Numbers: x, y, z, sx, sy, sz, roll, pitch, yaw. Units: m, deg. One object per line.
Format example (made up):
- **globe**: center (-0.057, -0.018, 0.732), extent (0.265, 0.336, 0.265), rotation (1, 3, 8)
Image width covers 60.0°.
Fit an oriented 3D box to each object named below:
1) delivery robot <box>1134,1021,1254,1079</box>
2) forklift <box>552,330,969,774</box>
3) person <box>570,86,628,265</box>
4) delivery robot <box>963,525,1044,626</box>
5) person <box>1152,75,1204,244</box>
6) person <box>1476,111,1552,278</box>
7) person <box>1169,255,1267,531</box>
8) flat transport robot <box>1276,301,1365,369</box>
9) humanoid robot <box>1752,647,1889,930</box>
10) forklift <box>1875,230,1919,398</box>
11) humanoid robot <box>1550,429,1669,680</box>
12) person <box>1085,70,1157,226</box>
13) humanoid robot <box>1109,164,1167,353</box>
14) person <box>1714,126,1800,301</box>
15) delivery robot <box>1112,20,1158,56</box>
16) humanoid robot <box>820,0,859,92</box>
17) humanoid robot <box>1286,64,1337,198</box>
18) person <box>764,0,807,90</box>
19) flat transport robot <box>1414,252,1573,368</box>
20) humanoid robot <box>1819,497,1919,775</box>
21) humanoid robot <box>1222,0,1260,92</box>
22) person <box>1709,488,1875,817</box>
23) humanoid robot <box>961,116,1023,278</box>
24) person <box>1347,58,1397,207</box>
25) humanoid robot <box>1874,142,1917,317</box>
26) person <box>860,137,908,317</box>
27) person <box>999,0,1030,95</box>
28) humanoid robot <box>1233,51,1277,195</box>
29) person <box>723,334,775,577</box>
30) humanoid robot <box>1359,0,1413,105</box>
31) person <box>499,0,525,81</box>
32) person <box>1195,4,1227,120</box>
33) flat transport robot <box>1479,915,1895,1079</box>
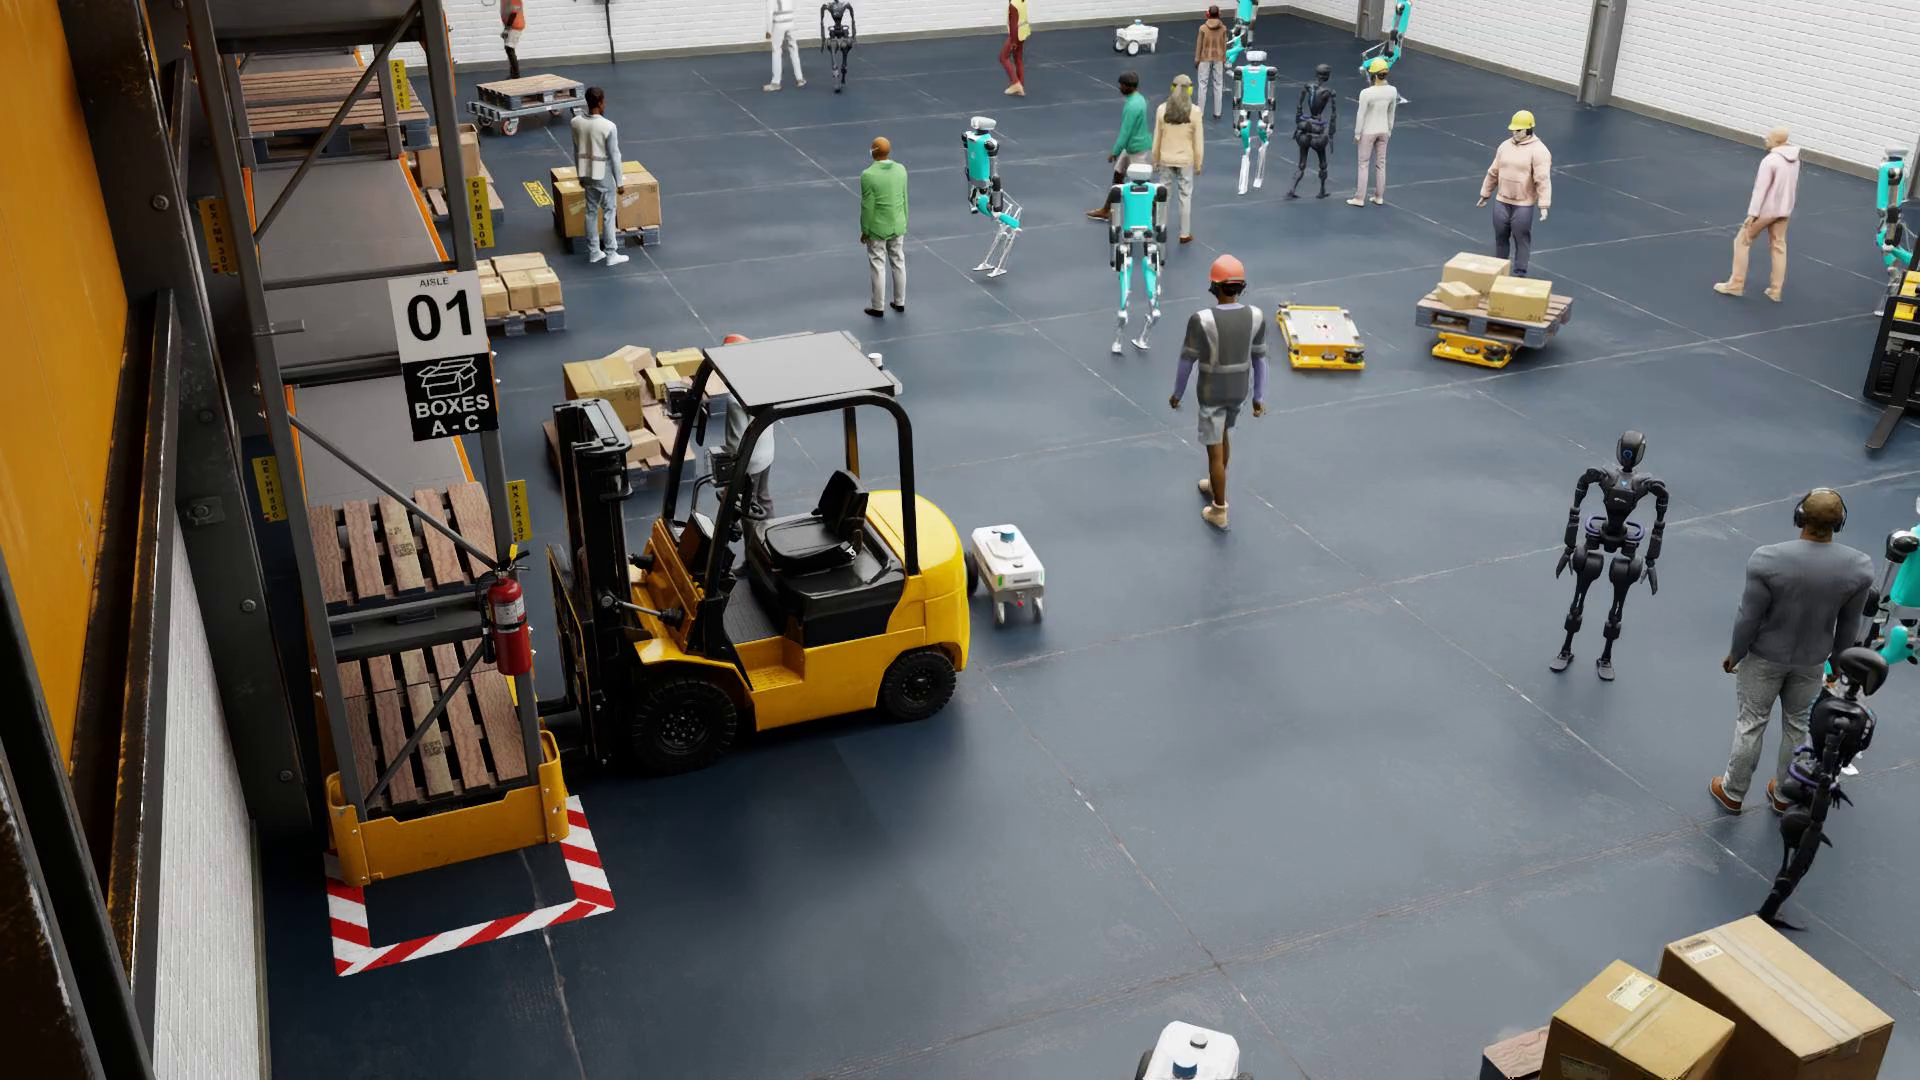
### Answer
- **delivery robot**: center (0.919, 2.369, 6.956), extent (0.525, 0.594, 0.765), rotation (10, 28, 19)
- **forklift**: center (-1.094, 0.010, 9.831), extent (2.313, 2.155, 1.214), rotation (-10, 28, -20)
- **person**: center (-3.898, -3.916, 17.958), extent (0.594, 1.909, 0.410), rotation (13, 29, 24)
- **delivery robot**: center (0.318, 0.188, 11.286), extent (0.499, 0.587, 0.787), rotation (-7, 27, -13)
- **person**: center (2.443, -4.266, 18.693), extent (0.576, 1.870, 0.390), rotation (9, 28, 17)
- **person**: center (5.761, -3.514, 17.217), extent (0.434, 1.855, 0.819), rotation (-20, 33, -35)
- **person**: center (1.867, -1.115, 12.270), extent (0.619, 2.009, 0.840), rotation (-11, 29, -21)
- **flat transport robot**: center (3.430, -1.956, 15.877), extent (0.659, 0.231, 1.431), rotation (2, 27, 3)
- **humanoid robot**: center (4.100, 1.235, 7.969), extent (0.346, 1.652, 0.584), rotation (16, 31, 28)
- **forklift**: center (9.029, -2.397, 14.618), extent (1.214, 2.155, 2.313), rotation (18, 32, 32)
- **humanoid robot**: center (4.006, 0.088, 10.228), extent (0.599, 1.657, 0.315), rotation (12, 29, 22)
- **person**: center (1.980, -4.535, 19.308), extent (0.938, 1.796, 0.492), rotation (2, 27, 4)
- **humanoid robot**: center (1.645, -2.549, 15.359), extent (0.542, 1.734, 0.687), rotation (1, 27, 2)
- **person**: center (8.219, -3.325, 16.957), extent (0.634, 1.754, 0.670), rotation (-14, 30, -25)
- **delivery robot**: center (3.086, -8.799, 29.192), extent (0.785, 0.614, 0.525), rotation (-13, 30, -25)
- **humanoid robot**: center (-1.899, -7.910, 26.217), extent (0.609, 1.621, 0.777), rotation (-1, 27, -2)
- **humanoid robot**: center (4.335, -5.009, 20.418), extent (0.598, 1.655, 0.611), rotation (-23, 35, -38)
- **person**: center (-2.830, -8.115, 26.364), extent (0.370, 1.865, 0.795), rotation (24, 35, 39)
- **flat transport robot**: center (5.087, -1.984, 15.933), extent (0.659, 0.231, 1.431), rotation (16, 31, 29)
- **humanoid robot**: center (5.177, 0.501, 9.390), extent (0.552, 1.819, 0.682), rotation (-4, 27, -7)
- **humanoid robot**: center (4.245, -7.738, 25.751), extent (1.030, 1.729, 0.556), rotation (-11, 29, -20)
- **person**: center (4.426, 0.619, 8.900), extent (0.634, 1.936, 0.354), rotation (3, 27, 6)
- **humanoid robot**: center (0.405, -3.608, 17.380), extent (0.735, 1.677, 0.533), rotation (-18, 32, -31)
- **person**: center (4.997, -4.929, 20.134), extent (0.526, 1.760, 0.333), rotation (-10, 28, -19)
- **humanoid robot**: center (9.263, -2.940, 16.305), extent (0.795, 1.854, 0.536), rotation (8, 28, 16)
- **person**: center (-0.750, -3.092, 16.453), extent (0.538, 1.785, 0.383), rotation (-18, 32, -31)
- **person**: center (0.859, -7.811, 25.865), extent (0.444, 1.753, 0.482), rotation (11, 29, 21)
- **humanoid robot**: center (3.693, -5.247, 20.813), extent (0.555, 1.782, 0.888), rotation (8, 28, 16)
- **person**: center (-1.475, -0.585, 11.515), extent (0.351, 1.739, 0.572), rotation (8, 28, 15)
- **humanoid robot**: center (6.424, -7.411, 25.102), extent (0.922, 1.765, 0.540), rotation (14, 30, 26)
- **person**: center (-7.150, -8.201, 26.474), extent (0.416, 1.910, 0.691), rotation (-12, 29, -22)
- **person**: center (3.673, -6.996, 24.371), extent (0.461, 1.644, 0.313), rotation (-3, 27, -6)
- **flat transport robot**: center (2.929, 2.528, 6.960), extent (0.659, 0.231, 1.431), rotation (-11, 29, -21)
